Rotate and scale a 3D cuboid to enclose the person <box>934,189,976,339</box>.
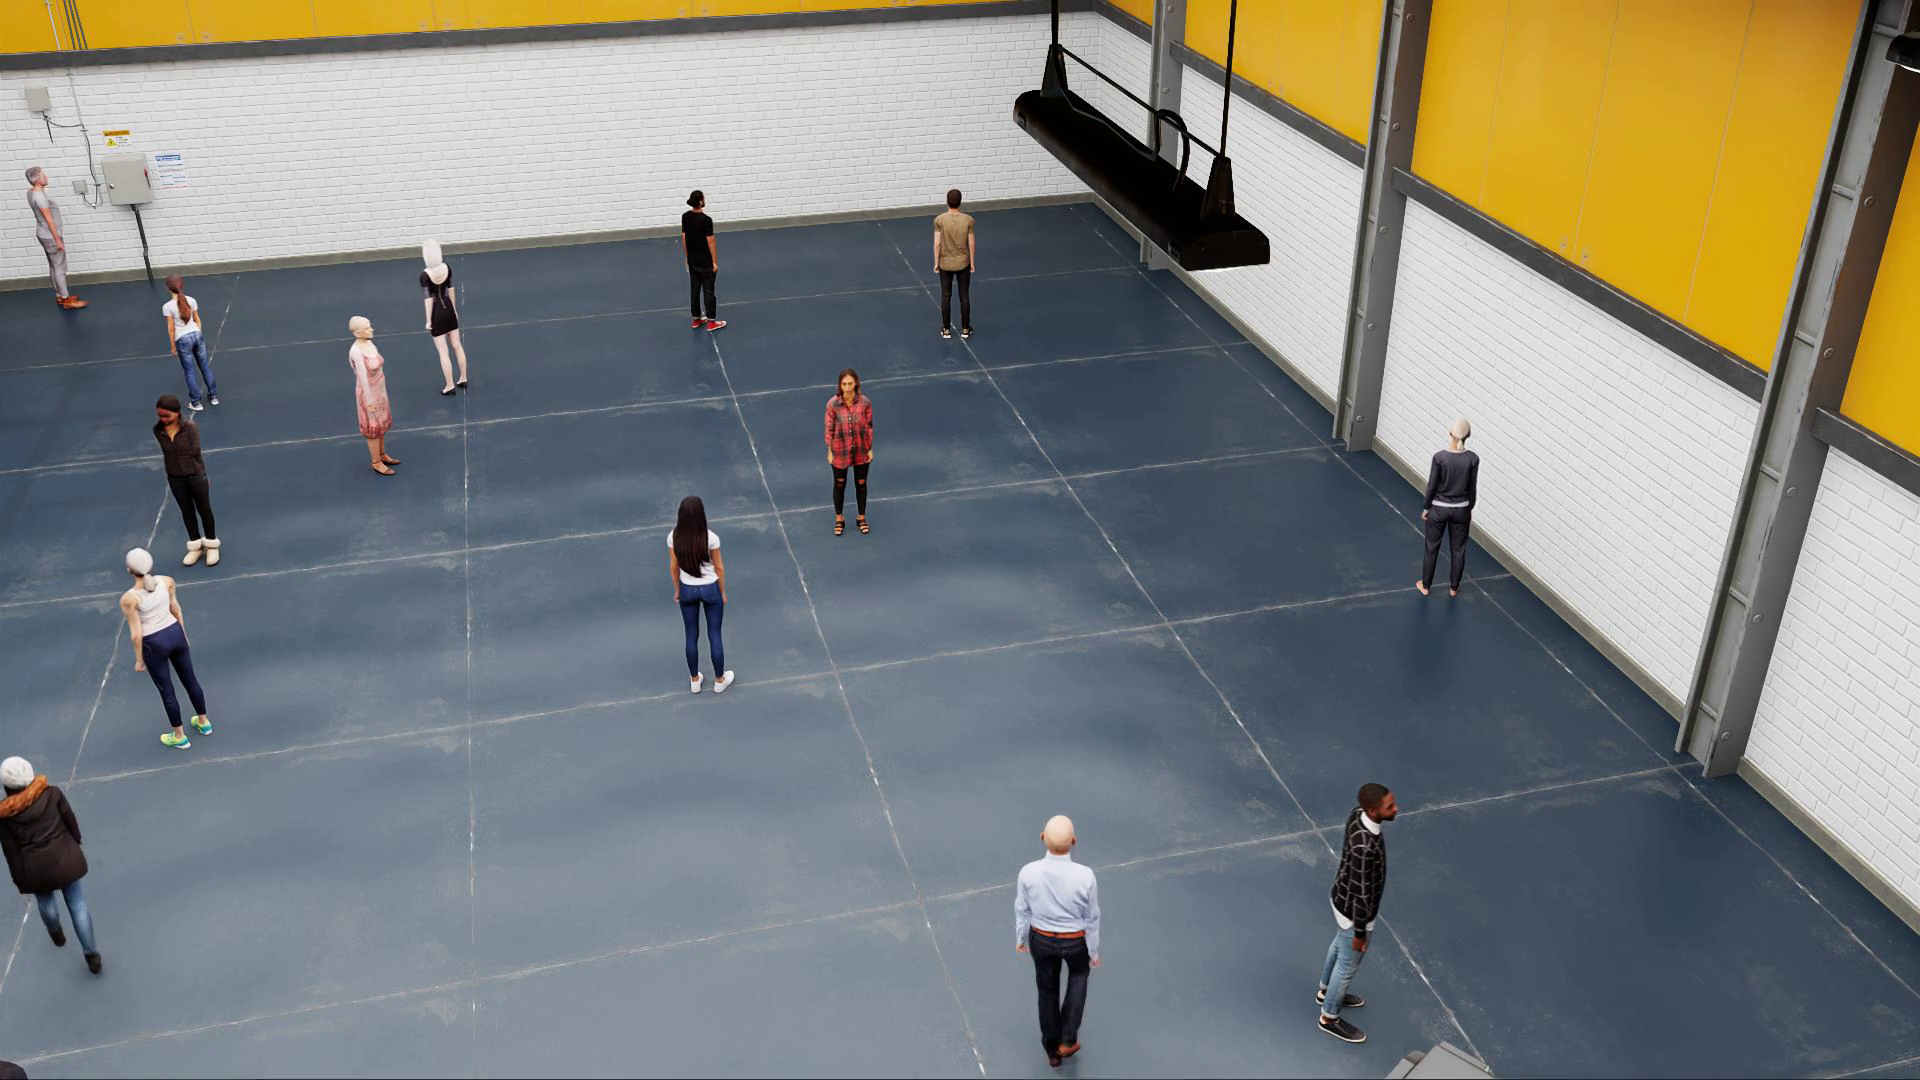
[{"bbox_3d":[-0.071,-3.392,20.387,0.720,1.851,0.661,0,29,0],"label":"person"}]

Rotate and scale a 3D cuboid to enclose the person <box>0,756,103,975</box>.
[{"bbox_3d":[-5.772,2.080,10.610,0.829,1.608,1.015,-20,34,-32],"label":"person"}]

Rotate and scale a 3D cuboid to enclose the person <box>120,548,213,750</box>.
[{"bbox_3d":[-6.132,0.824,12.815,0.731,1.702,0.680,17,33,29],"label":"person"}]

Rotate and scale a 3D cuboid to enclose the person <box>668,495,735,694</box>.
[{"bbox_3d":[-2.101,0.442,13.440,0.656,1.775,0.633,3,29,6],"label":"person"}]

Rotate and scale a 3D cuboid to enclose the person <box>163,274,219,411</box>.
[{"bbox_3d":[-8.609,-2.228,18.555,0.658,1.563,0.622,23,36,36],"label":"person"}]

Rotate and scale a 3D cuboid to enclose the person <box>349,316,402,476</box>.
[{"bbox_3d":[-6.048,-1.496,17.078,0.702,1.692,0.562,-1,29,-3],"label":"person"}]

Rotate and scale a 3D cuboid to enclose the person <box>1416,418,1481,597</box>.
[{"bbox_3d":[4.370,-0.295,14.841,0.677,1.725,0.656,4,29,7],"label":"person"}]

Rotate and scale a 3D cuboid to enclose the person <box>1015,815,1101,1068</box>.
[{"bbox_3d":[0.580,2.431,9.787,0.770,1.781,0.765,4,29,7],"label":"person"}]

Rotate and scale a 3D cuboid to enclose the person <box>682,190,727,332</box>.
[{"bbox_3d":[-3.215,-3.479,20.645,0.697,1.757,0.762,16,32,26],"label":"person"}]

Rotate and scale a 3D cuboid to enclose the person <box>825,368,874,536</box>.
[{"bbox_3d":[-1.044,-0.848,15.881,0.636,1.702,0.580,-4,29,-7],"label":"person"}]

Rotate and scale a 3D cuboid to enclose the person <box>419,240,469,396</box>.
[{"bbox_3d":[-5.855,-2.521,18.814,0.684,1.829,0.640,18,33,30],"label":"person"}]

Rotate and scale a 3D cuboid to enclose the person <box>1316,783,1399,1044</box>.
[{"bbox_3d":[2.402,2.218,10.137,0.805,1.819,0.652,6,29,10],"label":"person"}]

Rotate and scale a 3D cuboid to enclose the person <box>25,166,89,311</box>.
[{"bbox_3d":[-11.653,-3.877,21.296,0.833,1.832,0.676,-23,36,-36],"label":"person"}]

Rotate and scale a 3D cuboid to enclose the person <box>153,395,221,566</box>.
[{"bbox_3d":[-7.186,-0.598,15.465,0.667,1.661,0.607,-7,29,-13],"label":"person"}]
